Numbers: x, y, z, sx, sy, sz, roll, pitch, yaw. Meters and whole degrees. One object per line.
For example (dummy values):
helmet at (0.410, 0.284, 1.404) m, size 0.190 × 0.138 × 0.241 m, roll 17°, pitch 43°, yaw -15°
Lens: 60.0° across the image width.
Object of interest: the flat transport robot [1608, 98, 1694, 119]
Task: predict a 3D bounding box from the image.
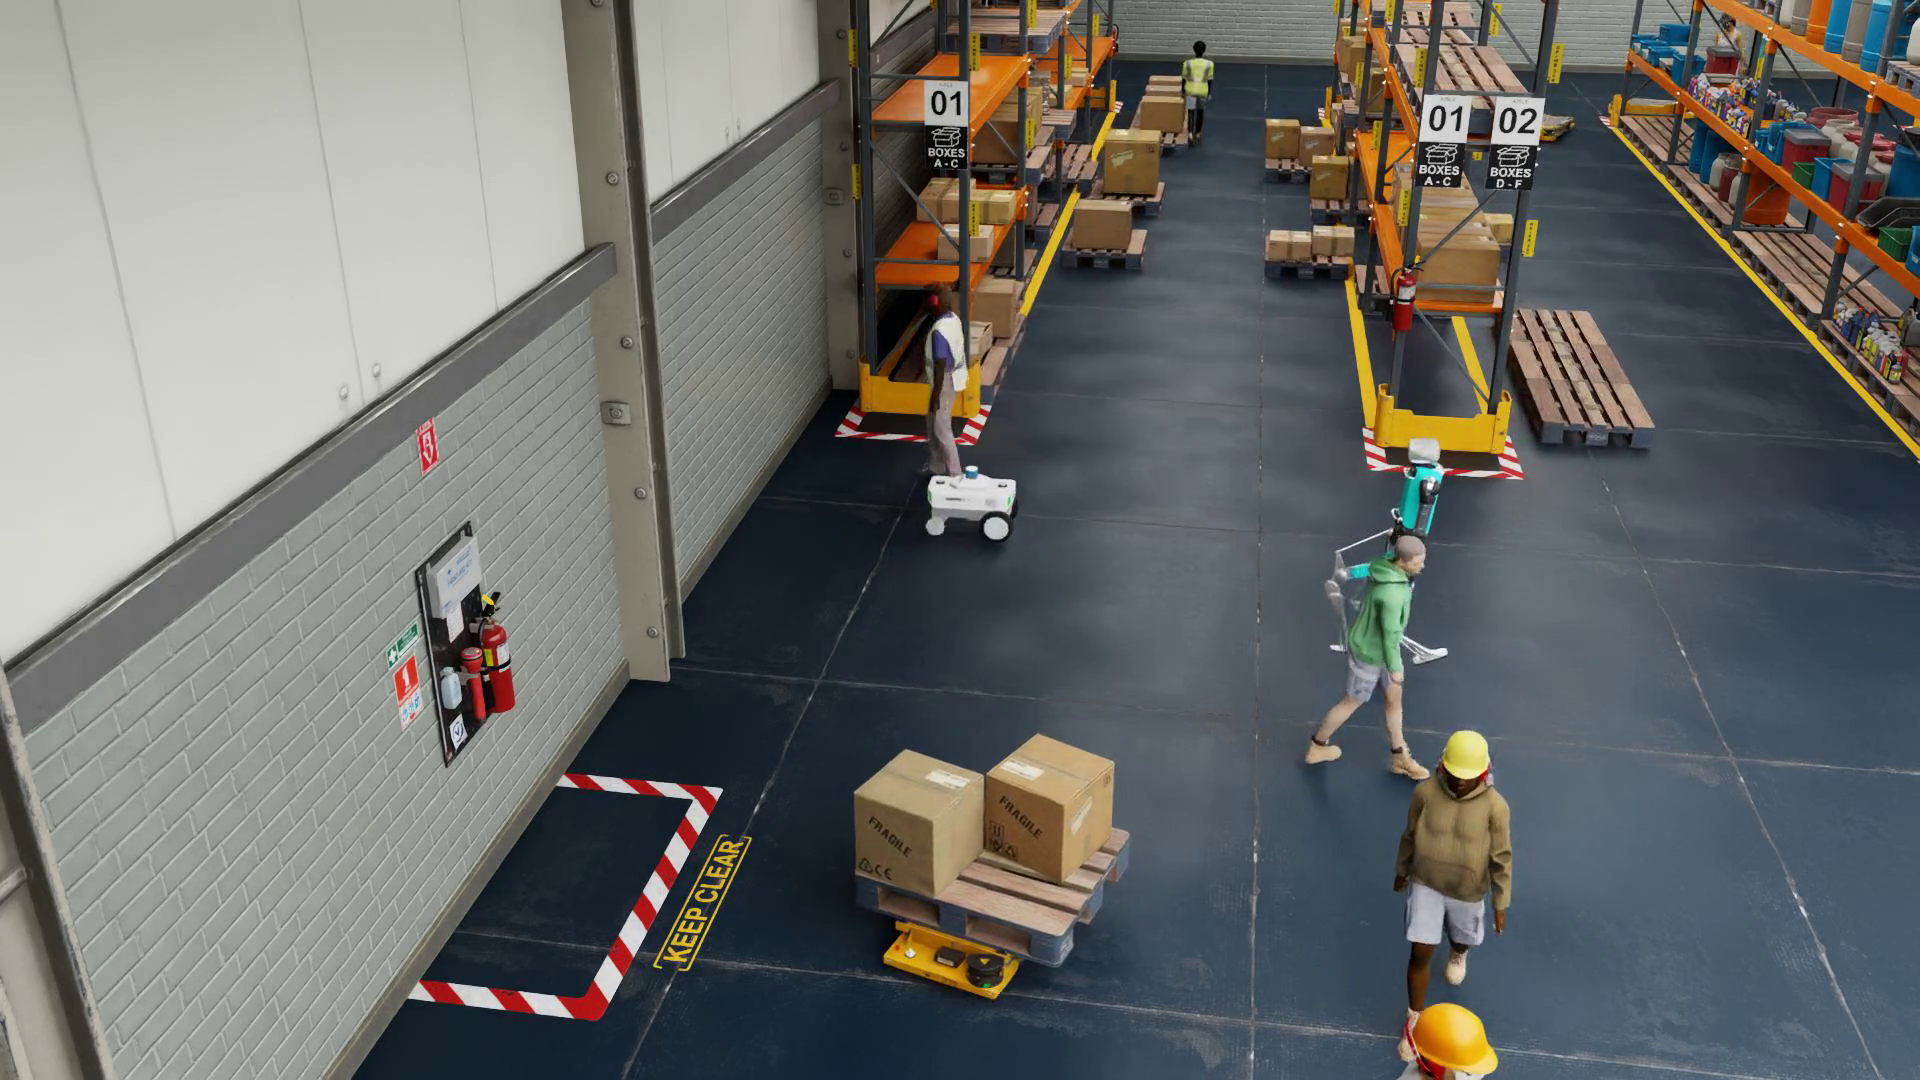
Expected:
flat transport robot at (12.491, -7.797, 30.045) m, size 1.431 × 0.231 × 0.659 m, roll 9°, pitch 27°, yaw 19°

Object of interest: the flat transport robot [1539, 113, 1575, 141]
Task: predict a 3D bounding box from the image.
flat transport robot at (10.028, -7.071, 28.493) m, size 0.659 × 0.231 × 1.431 m, roll 16°, pitch 29°, yaw 30°

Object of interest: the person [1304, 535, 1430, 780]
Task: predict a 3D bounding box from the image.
person at (2.559, 0.691, 10.208) m, size 0.776 × 1.680 × 0.489 m, roll 11°, pitch 27°, yaw 22°

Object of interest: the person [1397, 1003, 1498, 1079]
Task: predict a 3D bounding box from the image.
person at (1.697, 2.474, 6.158) m, size 0.381 × 1.890 × 0.563 m, roll 20°, pitch 32°, yaw 36°

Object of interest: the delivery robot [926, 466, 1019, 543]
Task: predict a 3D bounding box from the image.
delivery robot at (0.116, -0.306, 13.695) m, size 0.812 × 0.611 × 0.499 m, roll 3°, pitch 25°, yaw 7°

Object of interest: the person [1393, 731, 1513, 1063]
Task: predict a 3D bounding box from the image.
person at (2.414, 1.638, 8.128) m, size 0.556 × 1.732 × 0.810 m, roll 11°, pitch 27°, yaw 22°

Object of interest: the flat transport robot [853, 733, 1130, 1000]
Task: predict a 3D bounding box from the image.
flat transport robot at (0.202, 1.957, 9.168) m, size 0.659 × 0.231 × 1.431 m, roll 12°, pitch 28°, yaw 24°

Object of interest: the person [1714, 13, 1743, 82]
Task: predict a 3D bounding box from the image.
person at (13.644, -8.399, 29.507) m, size 0.688 × 1.820 × 0.381 m, roll 20°, pitch 31°, yaw 36°

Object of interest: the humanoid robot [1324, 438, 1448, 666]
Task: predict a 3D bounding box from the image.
humanoid robot at (2.892, 0.117, 11.382) m, size 1.026 × 1.734 × 0.548 m, roll 3°, pitch 25°, yaw 5°

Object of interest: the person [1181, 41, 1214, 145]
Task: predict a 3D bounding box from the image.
person at (3.927, -7.438, 27.636) m, size 0.530 × 1.657 × 0.873 m, roll 4°, pitch 25°, yaw 8°

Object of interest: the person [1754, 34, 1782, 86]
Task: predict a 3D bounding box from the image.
person at (15.853, -9.797, 32.568) m, size 0.324 × 1.760 × 0.523 m, roll -19°, pitch 31°, yaw -35°

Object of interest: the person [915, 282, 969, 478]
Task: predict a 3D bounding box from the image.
person at (-0.155, -1.310, 14.361) m, size 0.466 × 1.827 × 0.585 m, roll 3°, pitch 25°, yaw 5°
